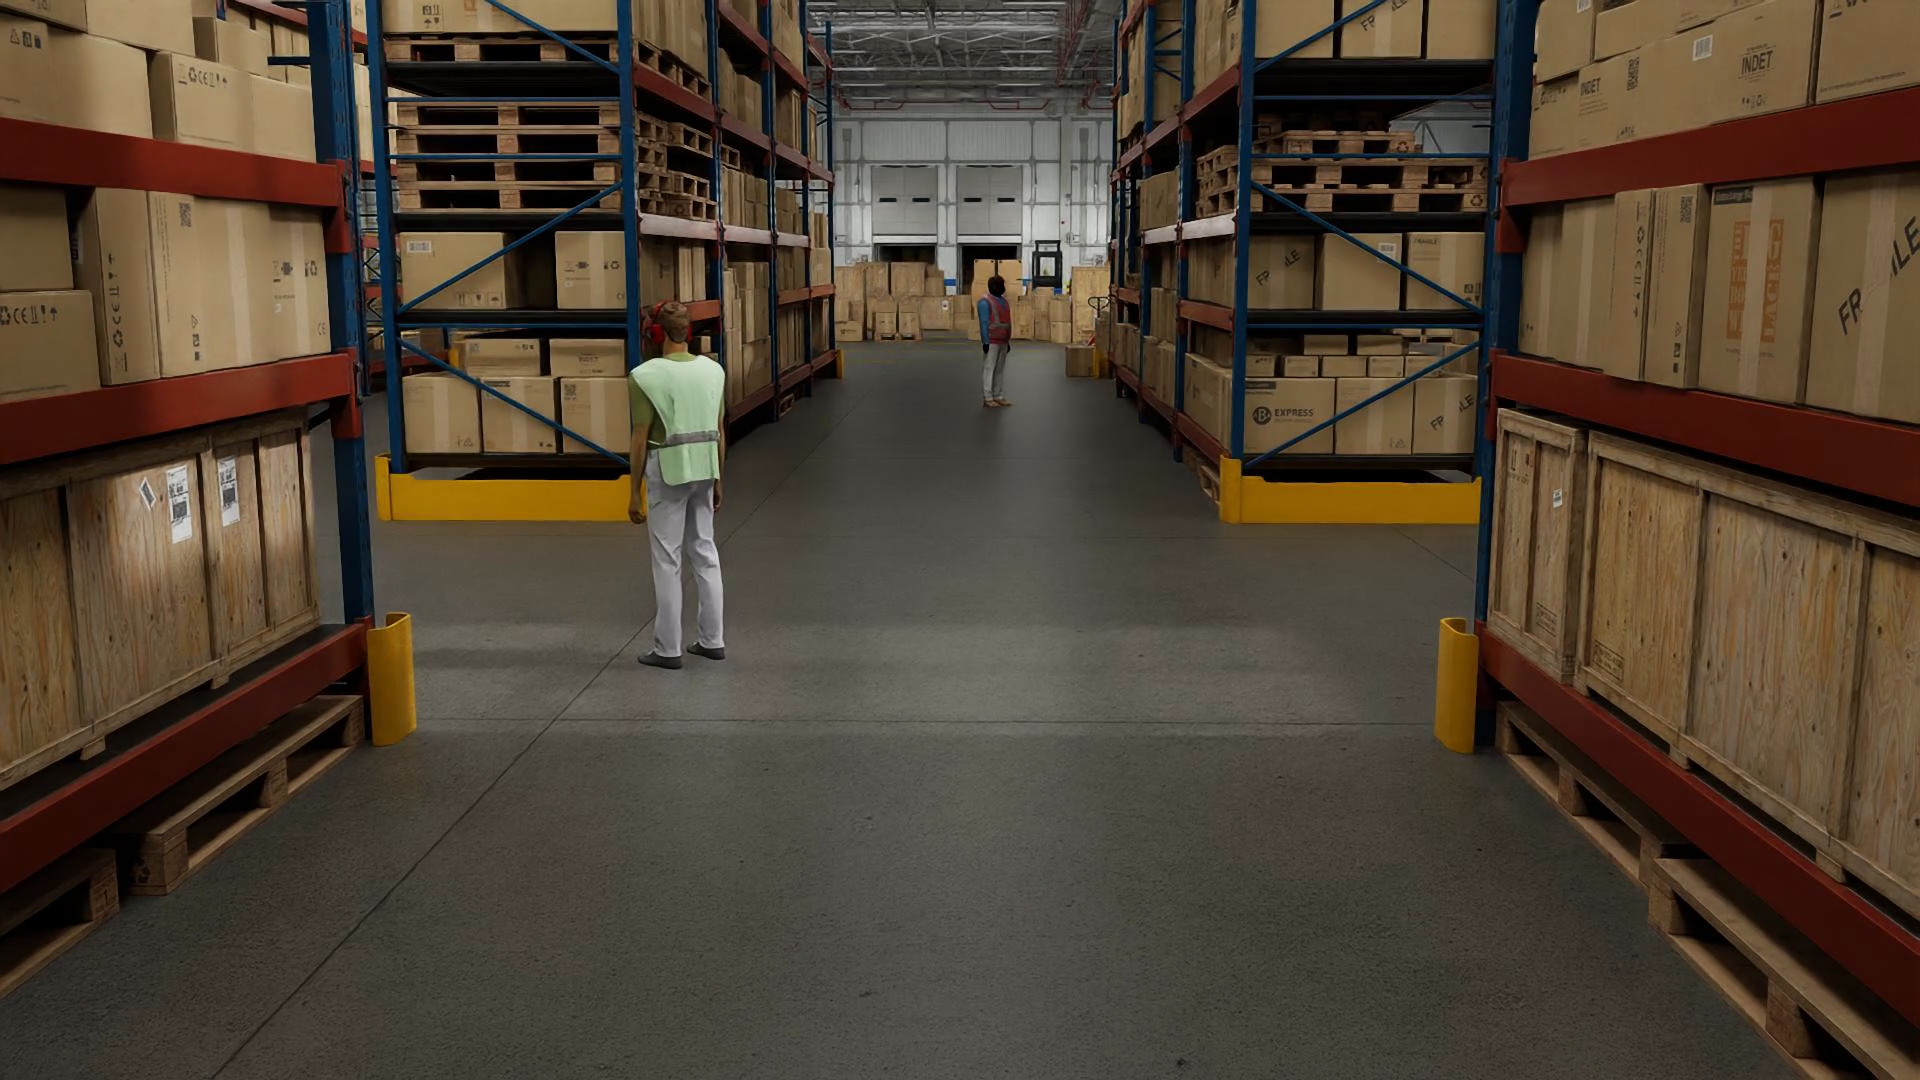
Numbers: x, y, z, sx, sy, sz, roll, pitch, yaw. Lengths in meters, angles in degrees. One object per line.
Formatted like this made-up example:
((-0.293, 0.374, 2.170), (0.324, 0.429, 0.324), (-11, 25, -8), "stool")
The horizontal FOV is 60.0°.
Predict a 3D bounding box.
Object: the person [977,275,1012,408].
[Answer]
((0.509, -2.772, 23.266), (0.429, 1.846, 0.629), (6, 11, 33), "person")

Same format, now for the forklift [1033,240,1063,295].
((3.138, -9.353, 59.589), (1.129, 2.768, 1.873), (0, 9, 1), "forklift")

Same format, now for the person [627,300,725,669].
((-1.392, -0.272, 8.318), (0.381, 1.836, 0.564), (9, 13, 42), "person")

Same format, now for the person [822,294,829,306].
((-2.905, -4.832, 35.178), (0.391, 1.991, 0.633), (9, 13, 44), "person")

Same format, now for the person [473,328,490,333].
((-9.423, -4.275, 32.713), (0.369, 1.682, 0.554), (-3, 10, -15), "person")

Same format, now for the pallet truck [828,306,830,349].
((-3.100, -3.940, 29.800), (1.885, 1.965, 0.823), (3, 10, 19), "pallet truck")

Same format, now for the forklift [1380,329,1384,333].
((8.834, -5.834, 38.505), (1.873, 2.768, 1.129), (0, 9, 0), "forklift")
